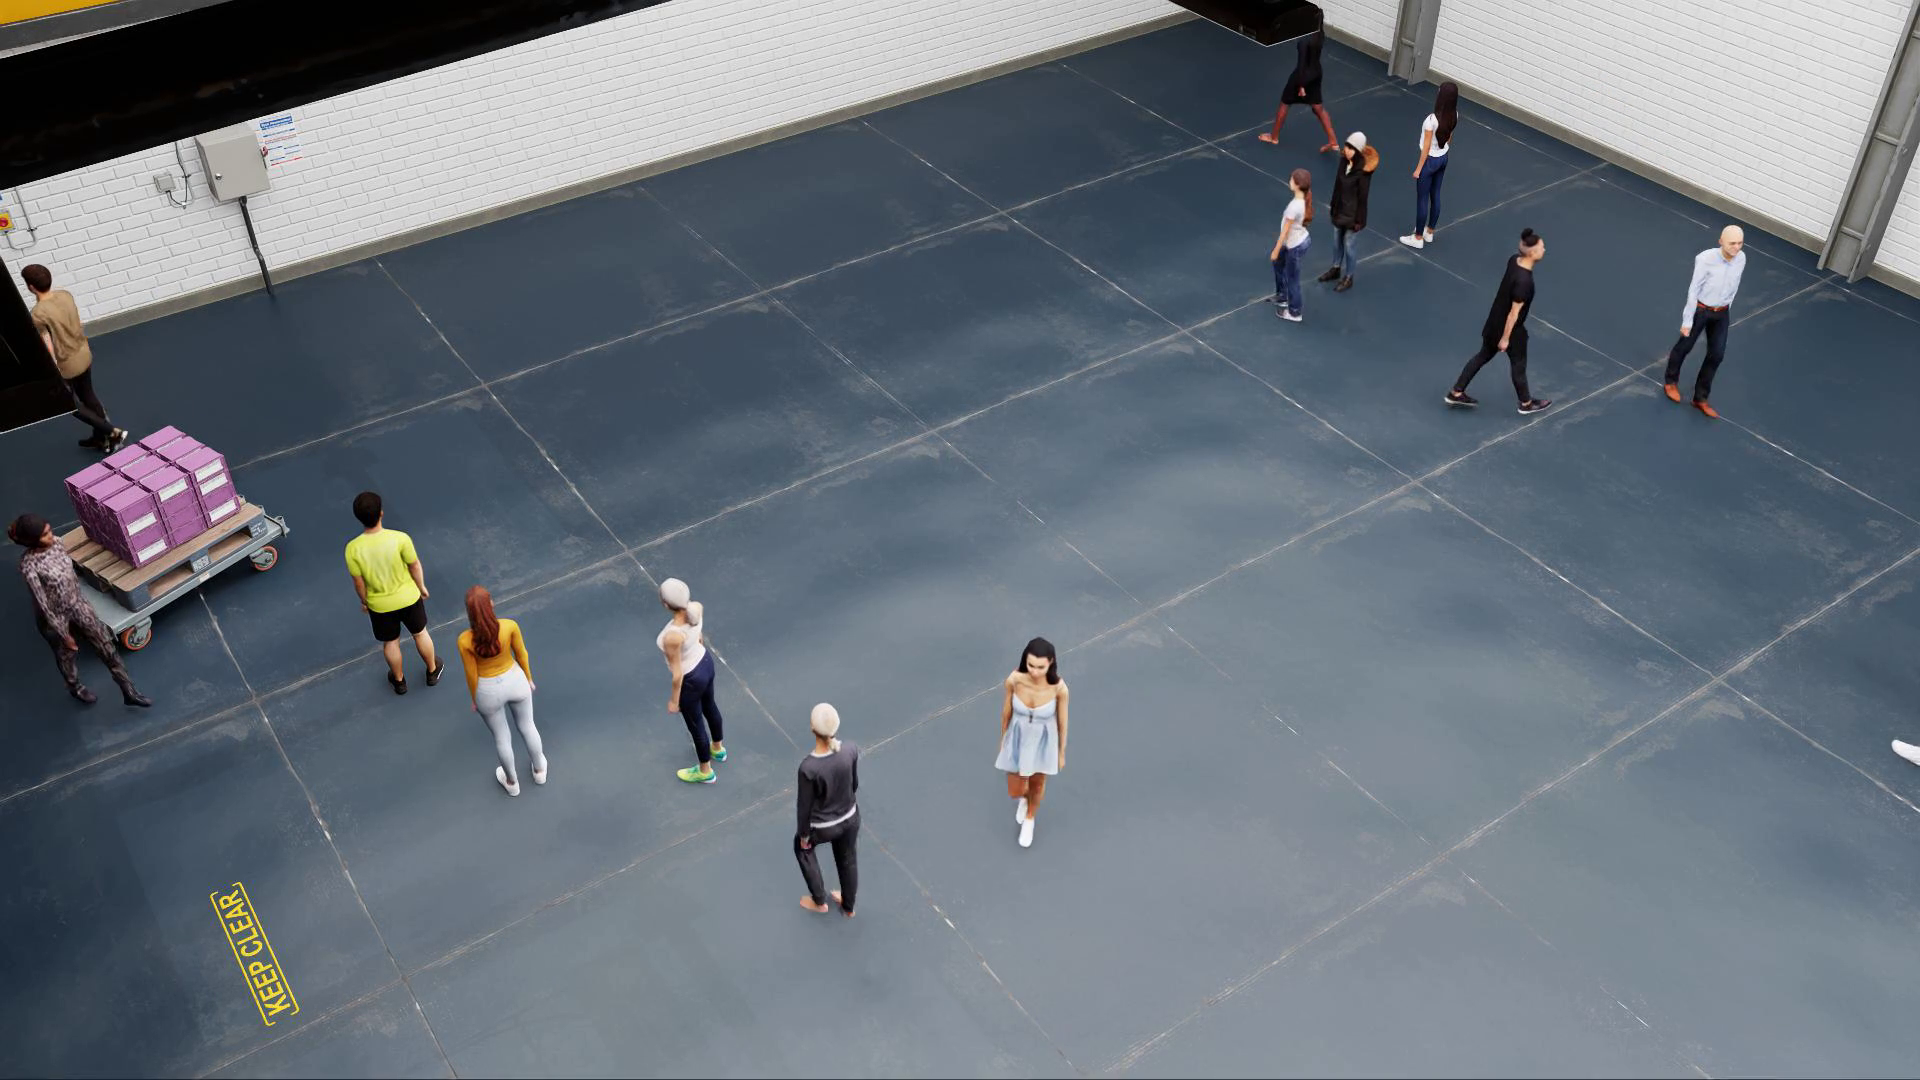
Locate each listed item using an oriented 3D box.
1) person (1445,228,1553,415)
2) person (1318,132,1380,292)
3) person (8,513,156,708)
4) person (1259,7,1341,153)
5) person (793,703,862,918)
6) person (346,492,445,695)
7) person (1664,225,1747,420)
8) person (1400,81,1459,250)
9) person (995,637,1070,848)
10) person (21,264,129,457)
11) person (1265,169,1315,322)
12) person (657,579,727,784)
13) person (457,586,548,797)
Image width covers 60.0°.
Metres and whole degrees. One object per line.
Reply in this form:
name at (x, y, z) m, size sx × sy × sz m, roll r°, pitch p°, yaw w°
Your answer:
person at (4.710, -1.896, 14.546) m, size 1.225 × 1.820 × 1.210 m, roll 2°, pitch 39°, yaw 3°
person at (3.848, -3.245, 16.387) m, size 0.700 × 1.631 × 0.535 m, roll -21°, pitch 43°, yaw -24°
person at (-6.343, 0.507, 11.645) m, size 1.049 × 1.686 × 0.889 m, roll 17°, pitch 42°, yaw 20°
person at (3.982, -5.135, 18.717) m, size 1.272 × 1.676 × 0.858 m, roll 27°, pitch 46°, yaw 30°
person at (-0.749, 1.722, 10.102) m, size 0.628 × 1.713 × 0.595 m, roll -24°, pitch 45°, yaw -27°
person at (-4.021, 0.379, 11.787) m, size 0.671 × 1.709 × 0.621 m, roll -13°, pitch 40°, yaw -16°
person at (6.575, -2.027, 14.749) m, size 0.904 × 1.771 × 1.031 m, roll -4°, pitch 39°, yaw -5°
person at (4.848, -3.842, 17.018) m, size 0.596 × 1.775 × 0.517 m, roll -26°, pitch 45°, yaw -29°
person at (0.484, 1.239, 10.698) m, size 0.759 × 1.723 × 0.818 m, roll 6°, pitch 39°, yaw 8°
person at (-7.430, -1.482, 14.012) m, size 1.011 × 1.838 × 0.932 m, roll 10°, pitch 40°, yaw 12°
person at (3.259, -2.796, 15.889) m, size 0.759 × 1.549 × 0.676 m, roll 17°, pitch 42°, yaw 20°
person at (-1.777, 0.931, 11.098) m, size 0.717 × 1.705 × 0.686 m, roll 12°, pitch 40°, yaw 15°
person at (-3.022, 0.992, 10.979) m, size 0.608 × 1.757 × 0.597 m, roll -18°, pitch 42°, yaw -21°
